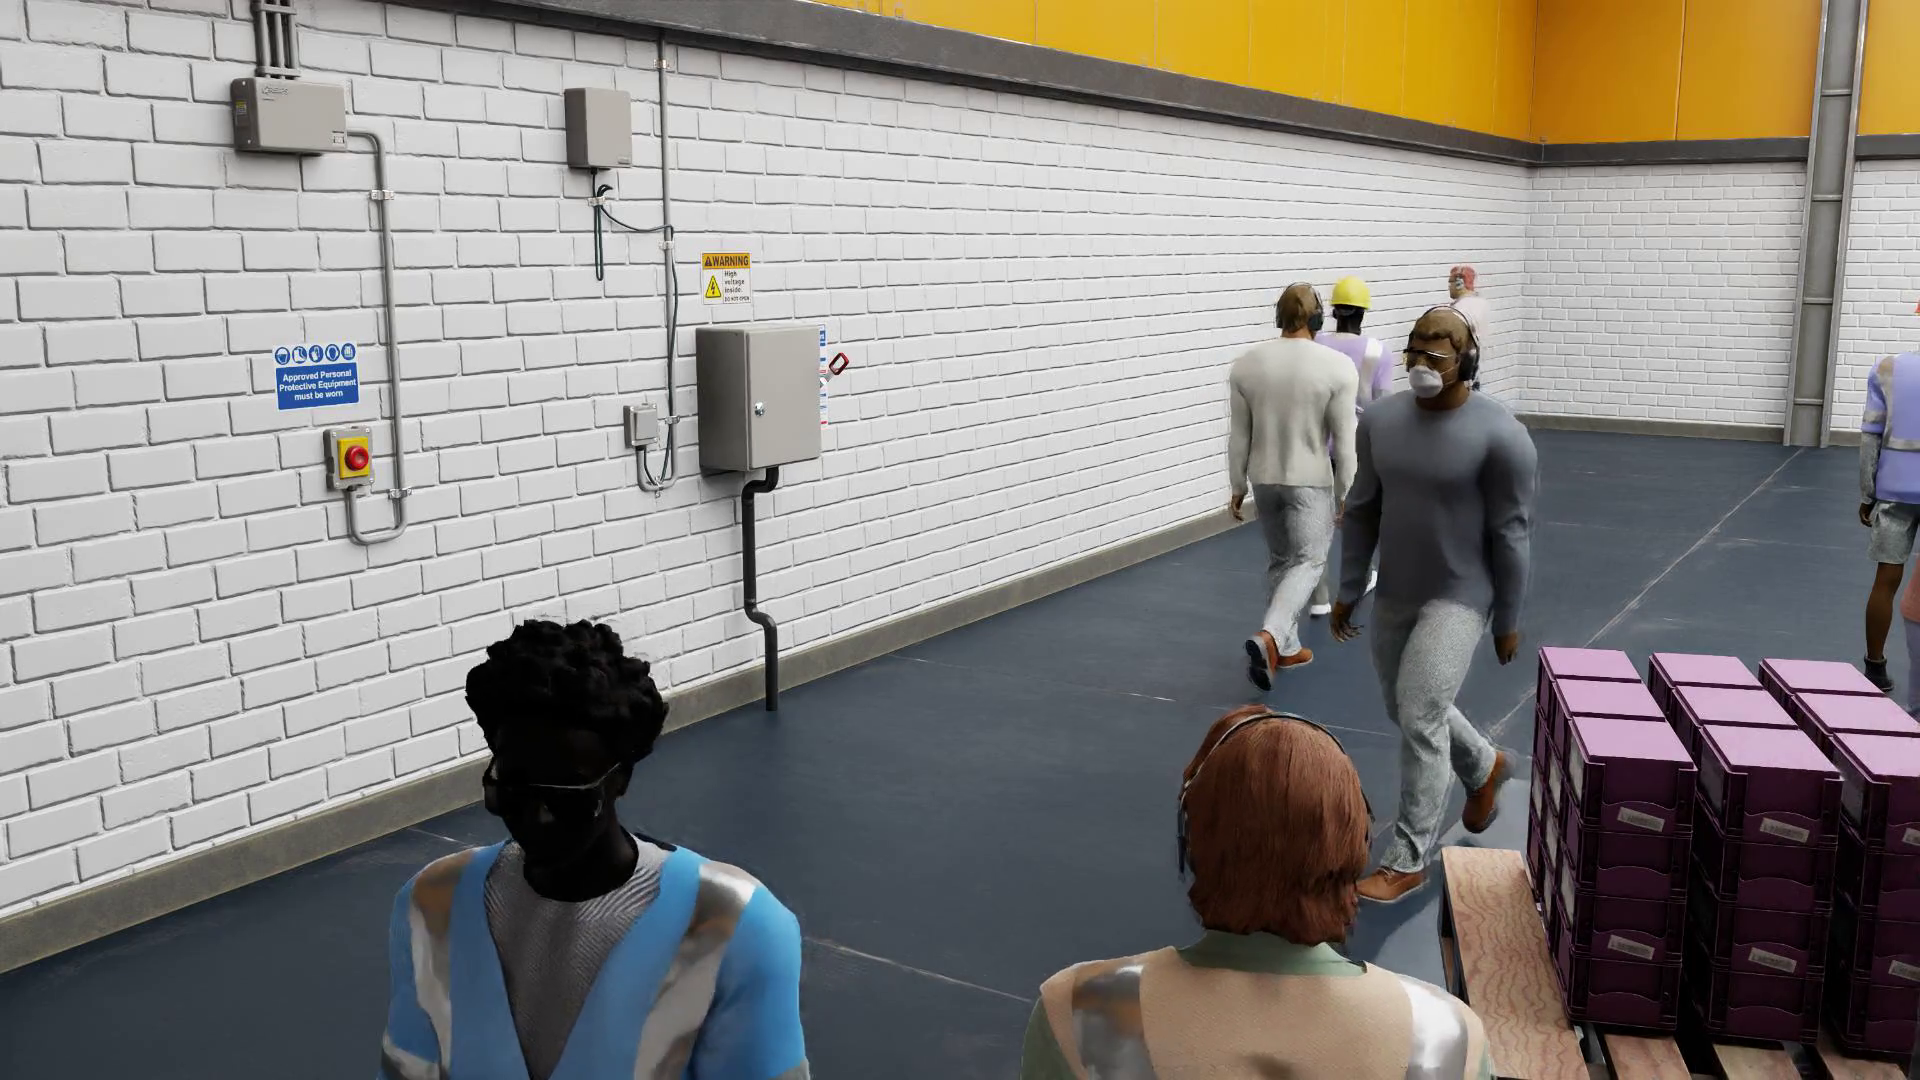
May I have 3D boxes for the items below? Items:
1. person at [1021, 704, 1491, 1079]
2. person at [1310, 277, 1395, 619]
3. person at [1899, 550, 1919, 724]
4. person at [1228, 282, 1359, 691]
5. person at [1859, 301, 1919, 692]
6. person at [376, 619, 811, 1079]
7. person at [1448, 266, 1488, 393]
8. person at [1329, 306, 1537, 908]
[{"bbox_3d":[0.302,1.000,1.714,0.536,1.609,0.573,0,10,-3],"label":"person"},{"bbox_3d":[2.172,-0.536,9.453,0.610,1.881,0.937,5,11,26],"label":"person"},{"bbox_3d":[3.196,0.268,5.346,0.310,1.769,0.525,6,12,30],"label":"person"},{"bbox_3d":[1.532,-0.248,7.820,0.637,1.916,0.848,7,12,34],"label":"person"},{"bbox_3d":[4.378,-0.214,7.538,0.360,1.935,0.552,-9,14,-42],"label":"person"},{"bbox_3d":[-0.444,0.910,2.000,0.556,1.690,0.345,3,11,17],"label":"person"},{"bbox_3d":[4.445,-1.511,14.953,0.575,1.900,0.688,6,12,30],"label":"person"},{"bbox_3d":[1.601,0.186,5.430,0.883,1.907,0.624,-7,13,-35],"label":"person"}]
